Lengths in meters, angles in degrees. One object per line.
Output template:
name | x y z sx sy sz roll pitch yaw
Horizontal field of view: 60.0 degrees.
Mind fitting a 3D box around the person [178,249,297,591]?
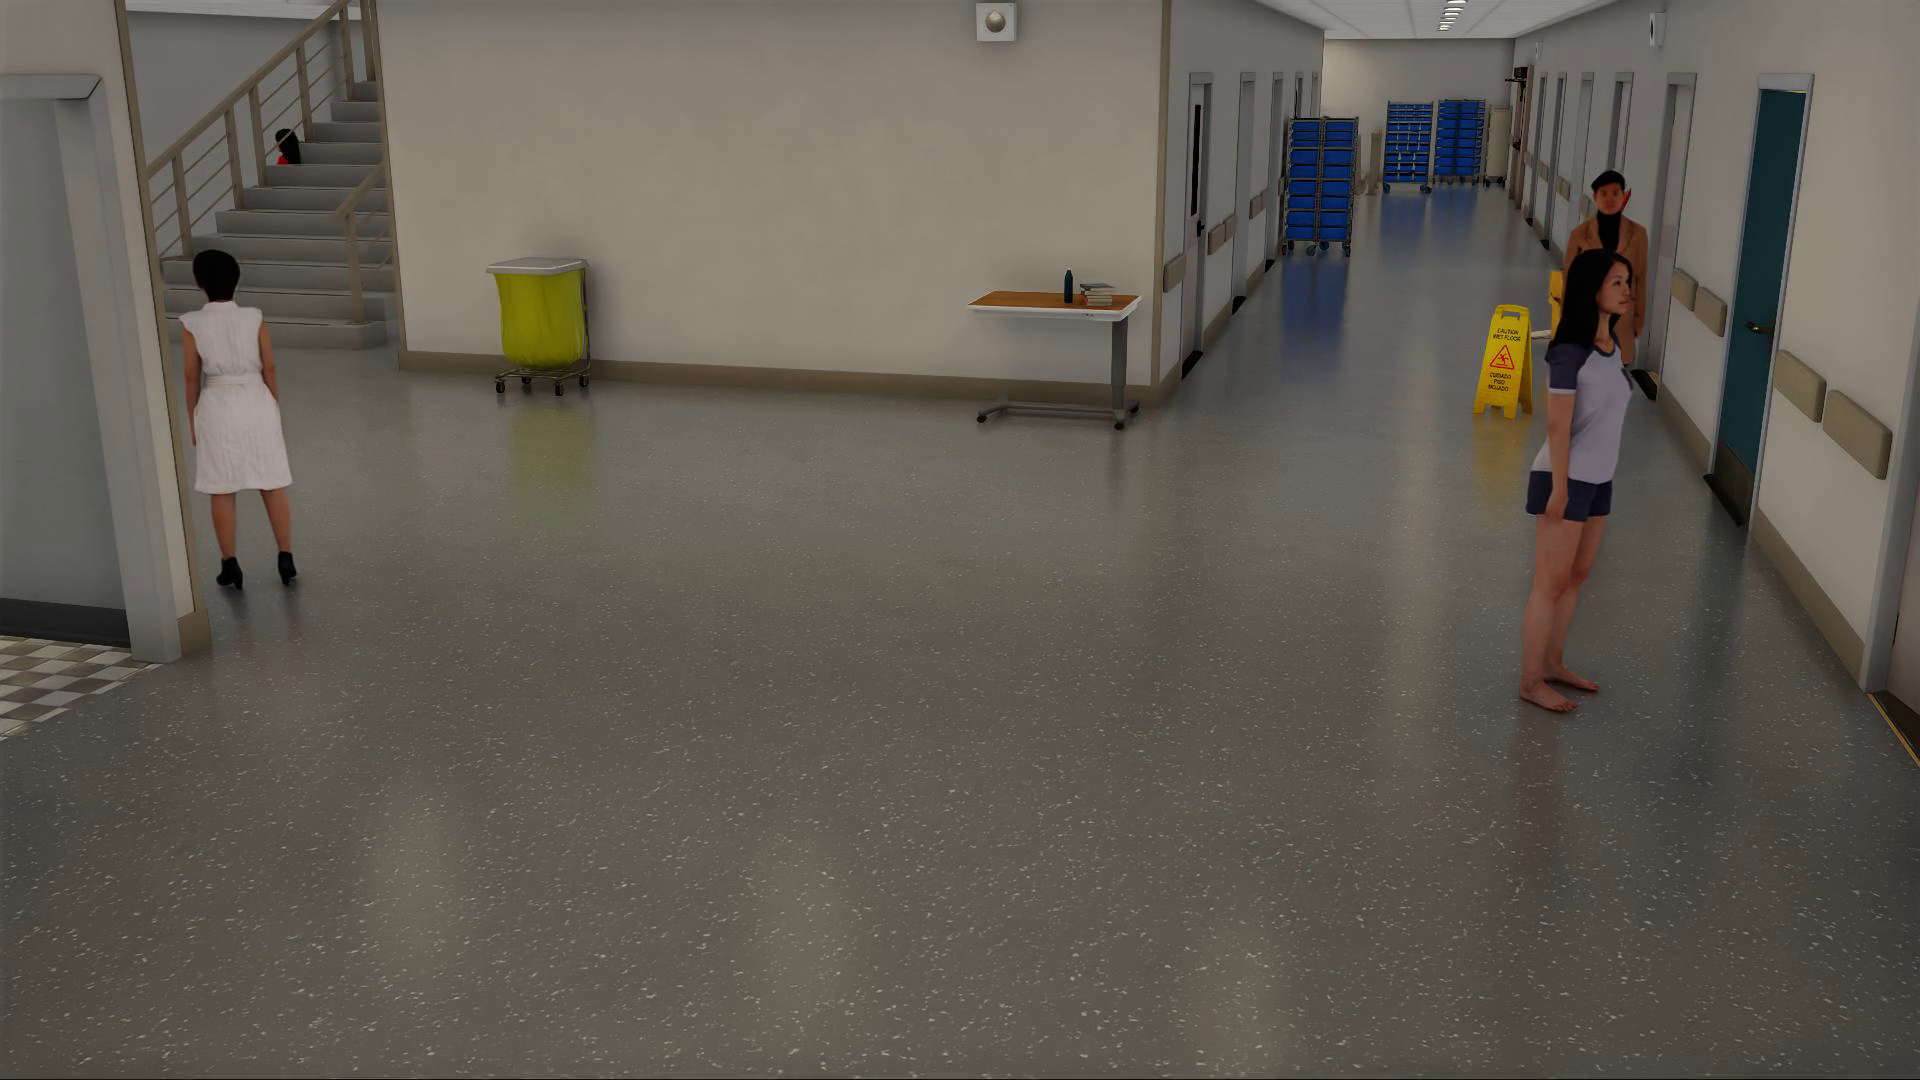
person | -3.307 -0.547 7.619 0.655 1.548 0.713 -9 18 -28

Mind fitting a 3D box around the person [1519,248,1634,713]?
person | 2.303 -0.235 6.223 0.730 1.706 0.612 14 21 40

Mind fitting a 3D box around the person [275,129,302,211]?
person | -6.924 -3.389 17.330 0.709 1.749 0.588 2 16 6

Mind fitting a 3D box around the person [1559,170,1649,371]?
person | 3.981 -1.408 10.307 0.656 1.704 0.905 4 16 14
